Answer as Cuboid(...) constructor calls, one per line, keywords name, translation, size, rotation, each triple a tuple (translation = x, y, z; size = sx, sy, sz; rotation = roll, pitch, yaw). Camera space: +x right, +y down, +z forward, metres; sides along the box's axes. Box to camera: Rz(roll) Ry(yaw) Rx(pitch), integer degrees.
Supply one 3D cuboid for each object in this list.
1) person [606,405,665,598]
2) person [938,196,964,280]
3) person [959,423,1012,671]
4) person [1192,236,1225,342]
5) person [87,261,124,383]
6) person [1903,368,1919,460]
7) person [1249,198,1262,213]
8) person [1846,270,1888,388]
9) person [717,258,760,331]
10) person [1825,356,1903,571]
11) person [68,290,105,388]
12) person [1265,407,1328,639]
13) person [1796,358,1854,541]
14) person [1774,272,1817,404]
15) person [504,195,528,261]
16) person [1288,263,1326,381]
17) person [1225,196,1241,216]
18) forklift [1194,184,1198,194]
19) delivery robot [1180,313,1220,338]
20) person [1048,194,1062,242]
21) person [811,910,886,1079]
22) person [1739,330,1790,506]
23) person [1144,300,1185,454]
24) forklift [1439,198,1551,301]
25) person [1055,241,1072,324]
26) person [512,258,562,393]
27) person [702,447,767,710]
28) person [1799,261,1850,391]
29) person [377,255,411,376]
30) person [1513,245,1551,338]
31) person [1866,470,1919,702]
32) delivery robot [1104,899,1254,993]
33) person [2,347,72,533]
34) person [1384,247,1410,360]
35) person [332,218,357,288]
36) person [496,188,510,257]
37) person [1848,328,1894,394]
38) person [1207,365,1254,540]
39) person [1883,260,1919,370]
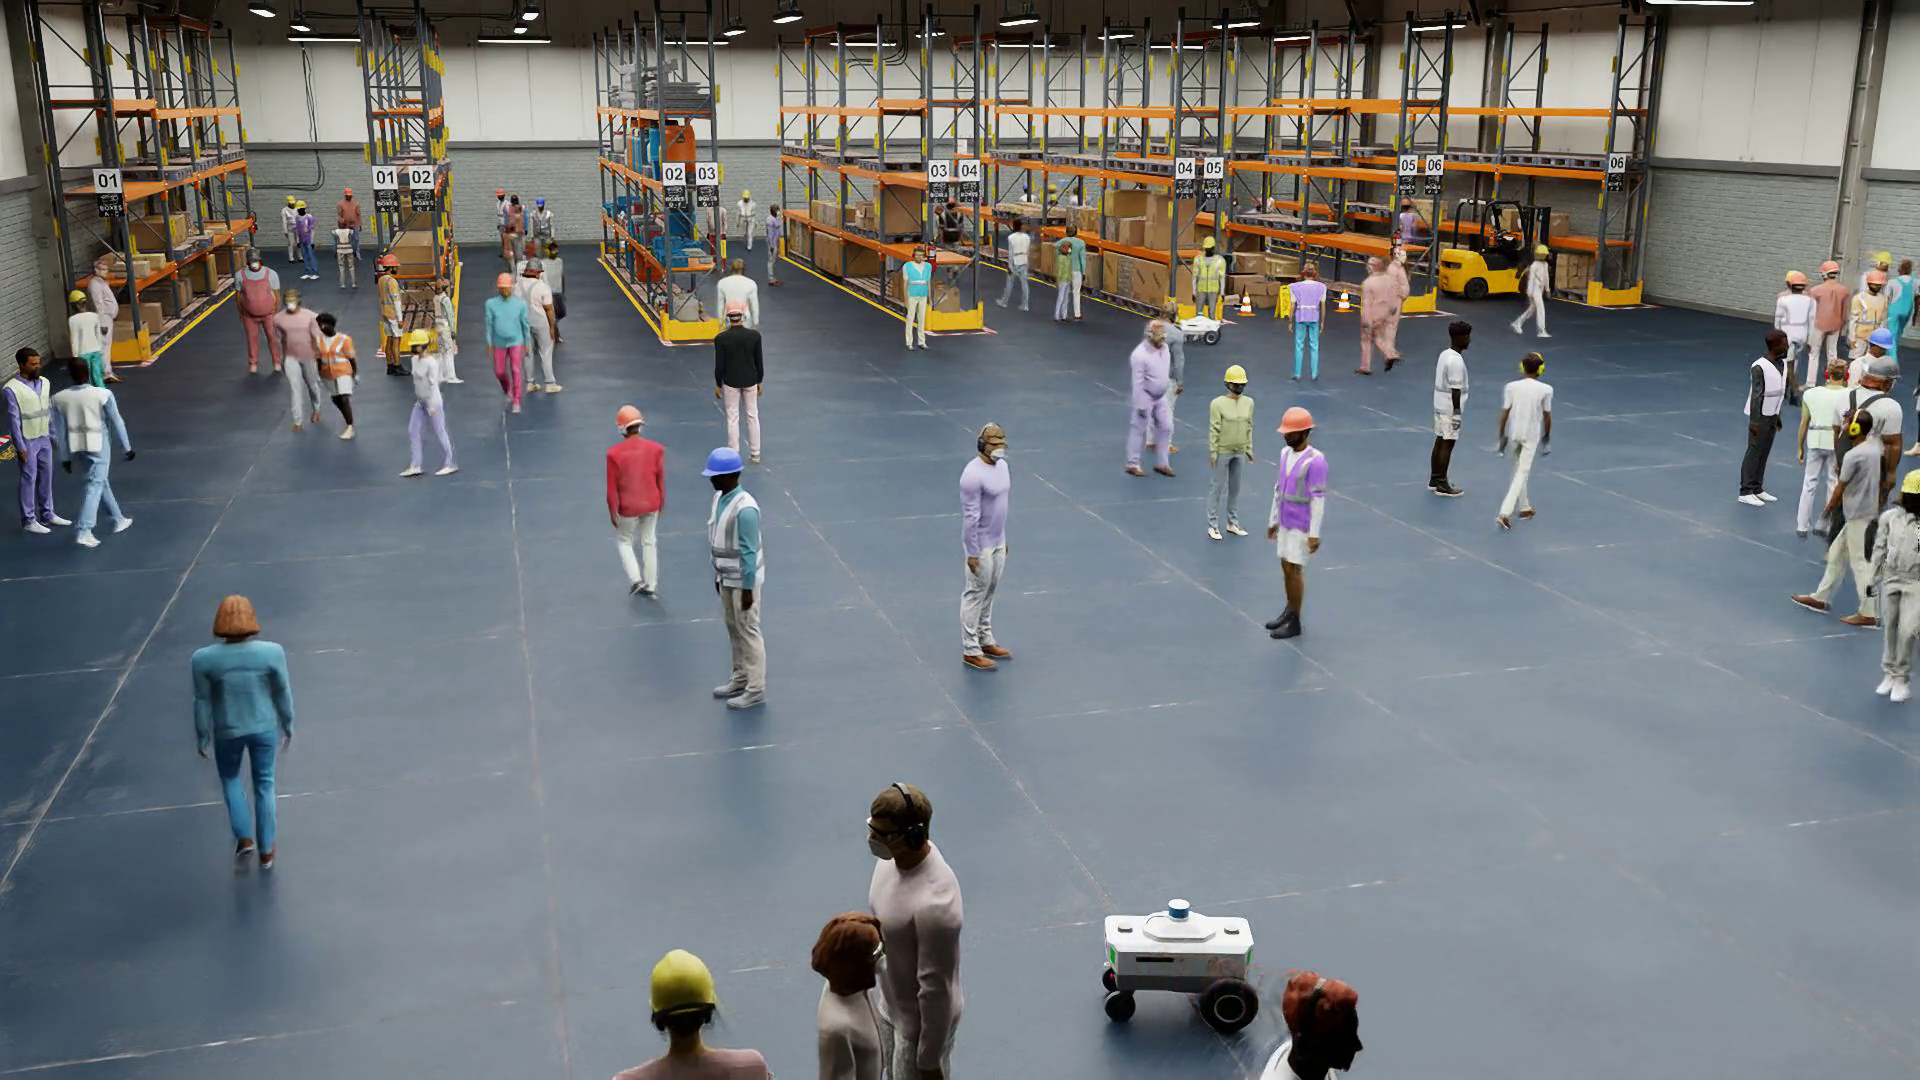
Cuboid(name="person", translation=(-2.880, -0.332, 14.754), size=(0.575, 1.739, 0.379), rotation=(-10, 18, -33))
Cuboid(name="person", translation=(-0.223, -7.362, 40.656), size=(0.642, 2.031, 0.466), rotation=(-2, 15, -6))
Cuboid(name="person", translation=(0.208, 0.035, 13.007), size=(0.376, 1.937, 0.629), rotation=(7, 16, 25))
Cuboid(name="person", translation=(4.546, -4.577, 30.385), size=(0.615, 1.927, 0.376), rotation=(4, 15, 15))
Cuboid(name="person", translation=(-13.385, -3.417, 26.061), size=(0.399, 1.905, 0.642), rotation=(-6, 16, -22))
Cuboid(name="person", translation=(11.976, -1.826, 20.490), size=(0.356, 1.684, 0.543), rotation=(-2, 15, -6))
Cuboid(name="person", translation=(8.121, -8.495, 45.493), size=(0.570, 1.735, 0.577), rotation=(-8, 17, -27))
Cuboid(name="person", translation=(13.267, -2.972, 24.346), size=(0.563, 1.938, 0.444), rotation=(-2, 15, -9))
Cuboid(name="person", translation=(-3.463, -3.472, 26.221), size=(0.654, 1.923, 0.590), rotation=(2, 15, 7))
Cuboid(name="person", translation=(8.589, -0.732, 15.693), size=(0.536, 2.000, 0.688), rotation=(-5, 16, -17))
Cuboid(name="person", translation=(-12.273, -2.632, 23.390), size=(0.485, 1.759, 0.541), rotation=(5, 16, 18))
Cuboid(name="person", translation=(2.746, -0.144, 13.700), size=(0.379, 1.935, 0.570), rotation=(-6, 16, -23))
Cuboid(name="person", translation=(8.719, -0.900, 16.722), size=(0.560, 1.836, 0.394), rotation=(10, 18, 33))
Cuboid(name="person", translation=(12.223, -2.947, 24.314), size=(0.539, 1.901, 0.887), rotation=(1, 15, 3))
Cuboid(name="person", translation=(-11.996, -8.406, 44.971), size=(0.625, 1.836, 0.428), rotation=(-2, 15, -9))
Cuboid(name="person", translation=(5.457, -3.424, 26.193), size=(0.565, 1.847, 0.396), rotation=(1, 15, 4))
Cuboid(name="person", translation=(7.835, -9.031, 47.702), size=(0.507, 1.631, 0.278), rotation=(-5, 16, -19))
Cuboid(name="forklift", translation=(7.392, -11.333, 53.972), size=(1.873, 2.768, 1.129), rotation=(-4, 15, -15))
Cuboid(name="delivery robot", translation=(4.357, -3.887, 30.233), size=(0.707, 0.478, 0.477), rotation=(3, 15, 13))
Cuboid(name="person", translation=(2.664, -8.929, 47.168), size=(0.517, 1.706, 0.827), rotation=(-2, 15, -6))
Cuboid(name="person", translation=(-0.383, 2.072, 5.917), size=(0.279, 1.634, 0.497), rotation=(1, 15, 3))
Cuboid(name="person", translation=(8.831, -1.352, 18.254), size=(0.594, 1.921, 0.387), rotation=(-12, 19, -39))
Cuboid(name="person", translation=(2.549, -2.028, 20.794), size=(0.382, 1.927, 0.643), rotation=(-11, 19, -37))
Cuboid(name="forklift", translation=(11.913, -6.508, 37.130), size=(2.313, 2.155, 1.214), rotation=(-4, 15, -15))
Cuboid(name="person", translation=(2.062, -5.104, 32.924), size=(0.265, 1.632, 0.507), rotation=(7, 16, 24))
Cuboid(name="person", translation=(-6.389, -3.261, 25.209), size=(0.677, 2.000, 0.536), rotation=(6, 16, 21))
Cuboid(name="person", translation=(-1.643, 0.270, 12.128), size=(0.421, 1.938, 0.608), rotation=(-9, 17, -29))
Cuboid(name="person", translation=(13.098, -3.230, 25.208), size=(0.611, 1.983, 0.413), rotation=(0, 15, -1))
Cuboid(name="person", translation=(-9.083, -3.602, 26.688), size=(0.356, 1.937, 0.552), rotation=(-14, 20, -42))
Cuboid(name="person", translation=(10.782, -4.690, 31.219), size=(0.505, 1.710, 0.828), rotation=(-13, 20, -41))
Cuboid(name="person", translation=(6.934, 0.337, 12.252), size=(0.526, 1.727, 0.506), rotation=(-11, 19, -36))
Cuboid(name="delivery robot", translation=(1.058, 1.992, 8.108), size=(0.707, 0.478, 0.477), rotation=(0, 15, 2))
Cuboid(name="person", translation=(-9.514, -1.028, 17.068), size=(0.396, 1.910, 0.587), rotation=(2, 15, 8))
Cuboid(name="person", translation=(7.458, -4.045, 28.417), size=(0.410, 1.909, 0.643), rotation=(6, 16, 20))
Cuboid(name="person", translation=(-14.423, -6.724, 39.008), size=(0.522, 1.640, 0.306), rotation=(-7, 16, -24))
Cuboid(name="person", translation=(-12.745, -8.843, 46.436), size=(0.545, 1.927, 0.390), rotation=(11, 19, 37))
Cuboid(name="person", translation=(9.942, -1.361, 18.253), size=(0.602, 1.938, 0.401), rotation=(-9, 17, -29))
Cuboid(name="person", translation=(2.742, -0.889, 16.806), size=(0.522, 1.769, 0.318), rotation=(-7, 17, -25))
Cuboid(name="person", translation=(15.287, -3.647, 27.109), size=(0.595, 1.805, 0.783), rotation=(1, 15, 5))
